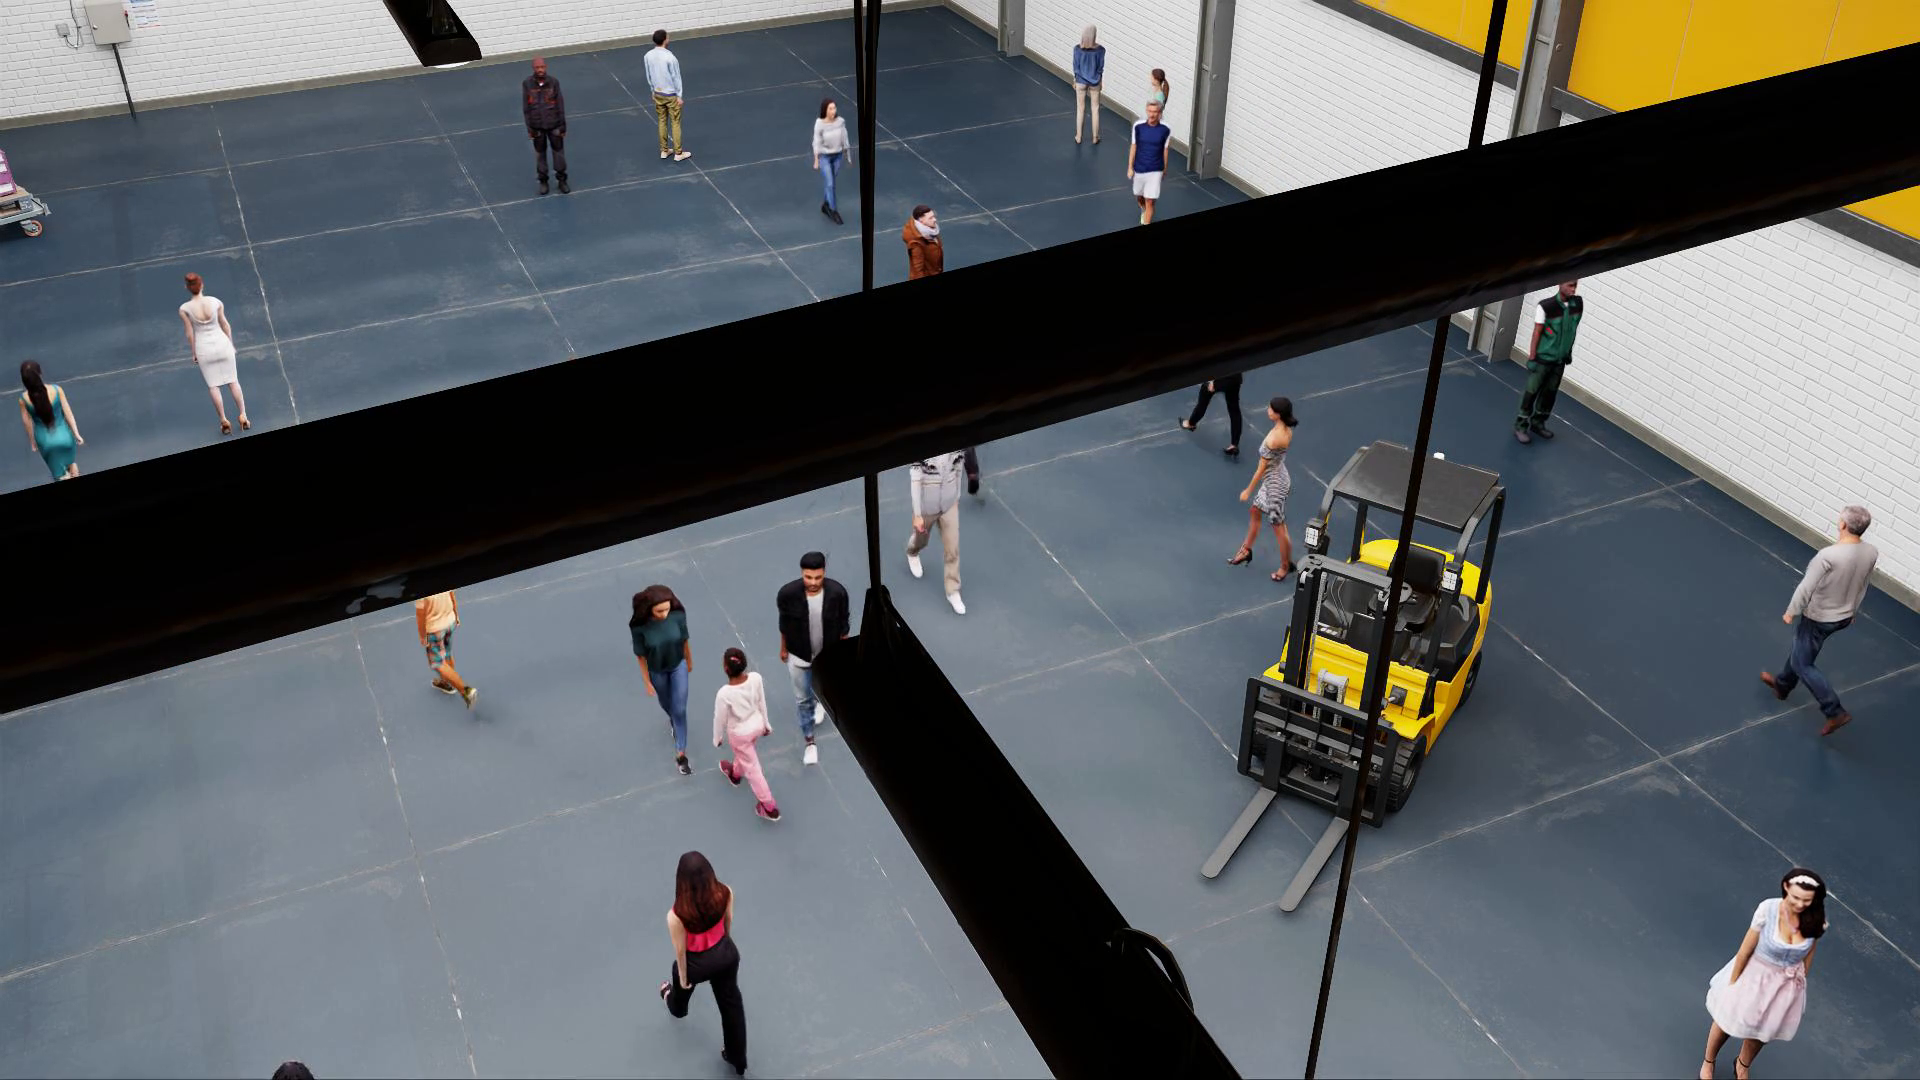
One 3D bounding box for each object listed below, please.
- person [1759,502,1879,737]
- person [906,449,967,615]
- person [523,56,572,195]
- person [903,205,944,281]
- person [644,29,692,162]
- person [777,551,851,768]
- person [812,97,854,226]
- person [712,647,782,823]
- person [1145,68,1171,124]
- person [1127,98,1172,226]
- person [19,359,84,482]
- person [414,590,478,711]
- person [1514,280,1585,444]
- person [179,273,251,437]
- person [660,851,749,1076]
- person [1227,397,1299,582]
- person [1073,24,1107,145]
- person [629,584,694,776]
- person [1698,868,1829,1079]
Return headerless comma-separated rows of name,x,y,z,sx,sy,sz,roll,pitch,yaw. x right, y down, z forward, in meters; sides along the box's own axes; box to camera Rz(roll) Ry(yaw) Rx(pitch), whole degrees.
person,6.698,0.634,12.792,0.714,1.877,1.144,-13,36,-18
person,-0.248,-0.345,14.297,0.727,1.841,1.181,-12,35,-17
person,-5.516,-5.548,22.145,0.742,1.819,0.677,-7,34,-10
person,-0.383,-2.737,17.898,0.903,1.838,0.814,2,34,3
person,-4.076,-6.189,23.116,0.730,1.812,0.821,16,37,22
person,-1.108,0.764,12.704,0.944,1.757,1.257,-3,34,-5
person,-1.713,-4.910,21.378,0.698,1.605,0.907,-22,39,-29
person,-1.516,1.414,12.033,1.078,1.417,0.783,28,43,35
person,2.654,-5.613,22.478,0.696,1.558,0.604,1,34,2
person,2.359,-4.666,20.828,1.124,1.807,1.248,8,35,12
person,-8.261,-0.843,15.229,0.724,1.639,1.092,-22,40,-30
person,-4.062,0.701,13.082,0.943,1.445,0.797,20,39,27
person,5.870,-1.841,16.550,0.693,1.837,0.589,-12,36,-18
person,-7.460,-1.866,16.628,0.573,1.793,0.476,-16,37,-23
person,-1.491,2.602,10.066,0.698,1.617,1.111,-21,39,-29
person,2.821,-0.400,14.418,0.934,1.799,0.884,10,35,14
person,1.827,-6.496,23.681,0.707,1.697,0.727,3,34,4
person,-2.253,0.923,12.627,0.691,1.578,1.037,-10,35,-15
person,4.760,2.627,9.847,0.855,1.817,0.905,6,34,9
